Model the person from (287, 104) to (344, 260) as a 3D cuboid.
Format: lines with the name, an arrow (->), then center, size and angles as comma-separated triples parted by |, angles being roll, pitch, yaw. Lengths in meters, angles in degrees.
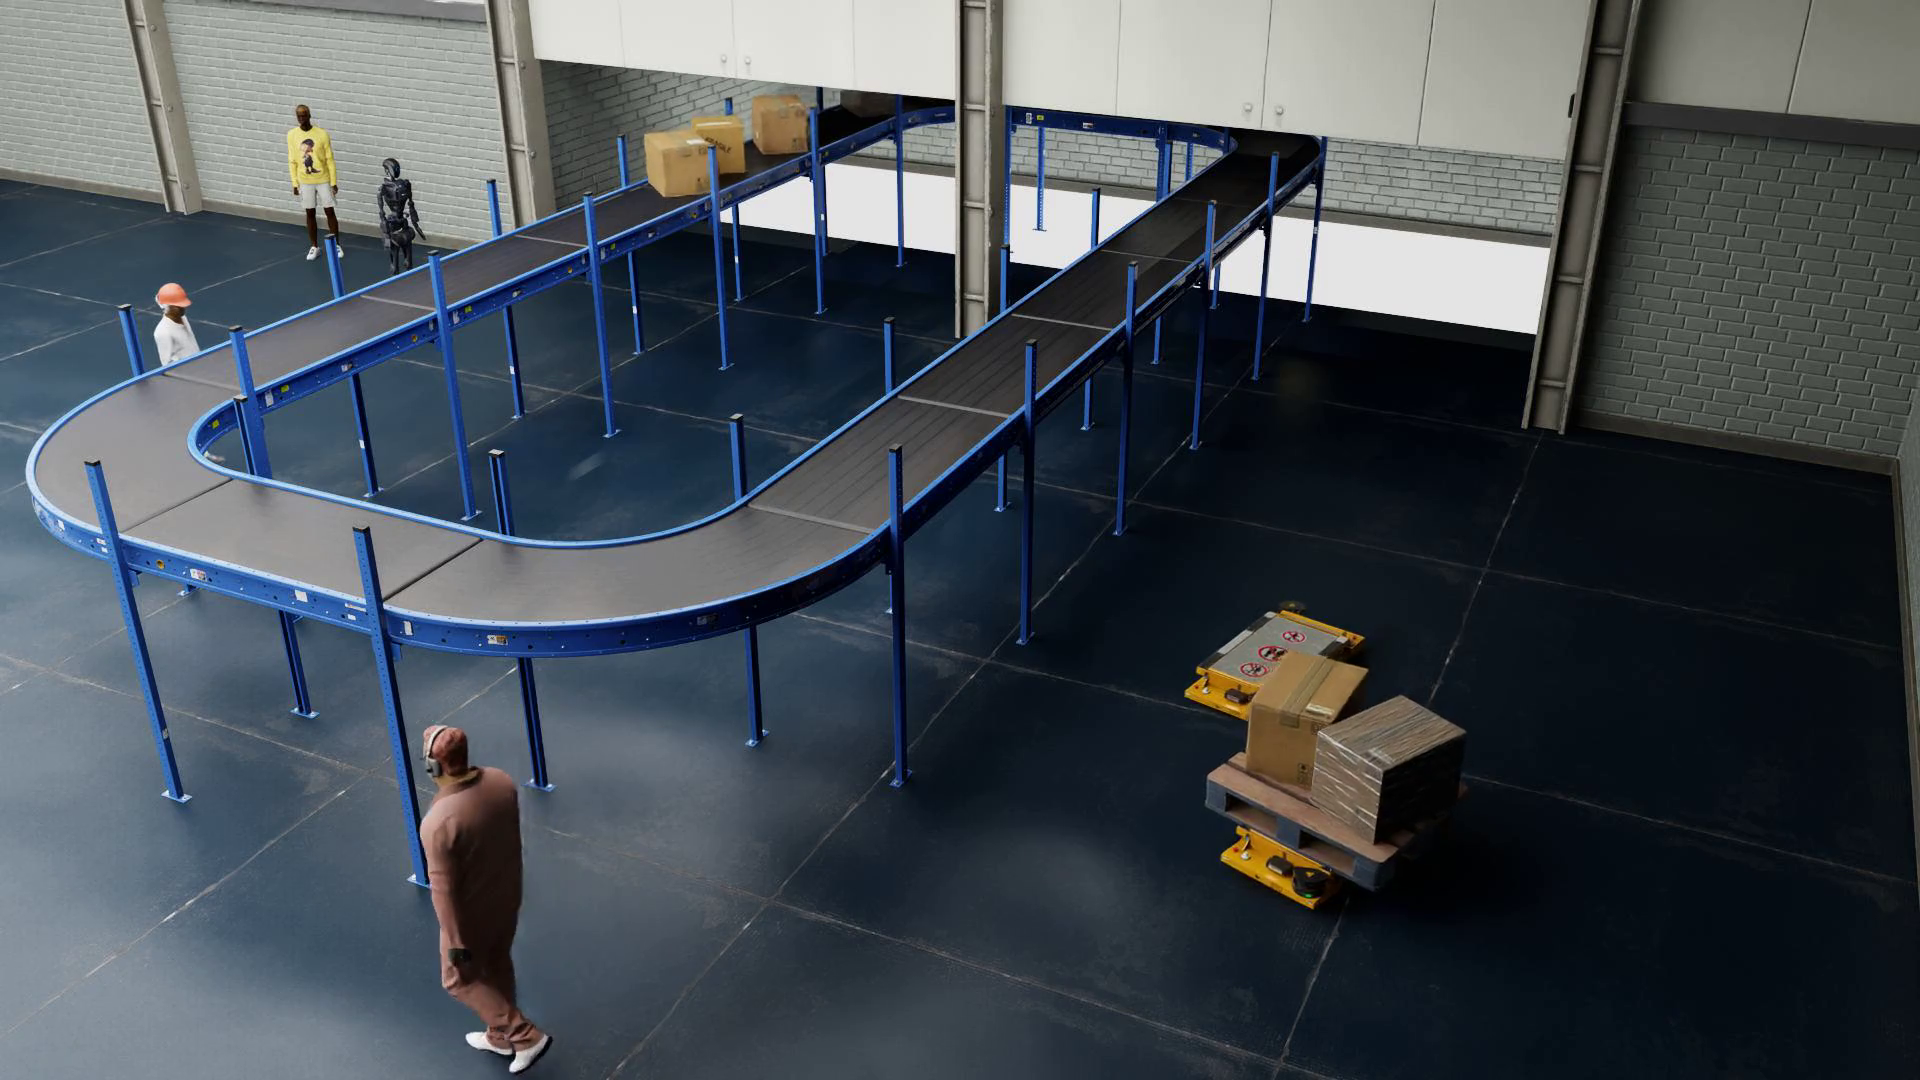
person -> -7.976, -4.424, 20.558 | 0.550, 1.899, 0.374 | -6, 27, -11

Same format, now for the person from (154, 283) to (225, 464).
person -> -6.803, -1.417, 14.662 | 0.336, 1.748, 0.564 | -3, 27, -6

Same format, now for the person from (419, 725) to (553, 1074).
person -> -2.300, 1.776, 8.092 | 0.566, 1.875, 0.682 | 9, 28, 17

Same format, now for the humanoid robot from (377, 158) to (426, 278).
humanoid robot -> -6.400, -3.539, 19.008 | 0.315, 1.657, 0.599 | 12, 29, 23

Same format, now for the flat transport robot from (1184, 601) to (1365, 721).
flat transport robot -> 2.241, 0.862, 11.740 | 0.659, 0.231, 1.431 | 19, 32, 34

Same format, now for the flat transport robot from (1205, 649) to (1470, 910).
flat transport robot -> 2.256, 1.702, 10.047 | 0.659, 0.231, 1.431 | 23, 35, 39
